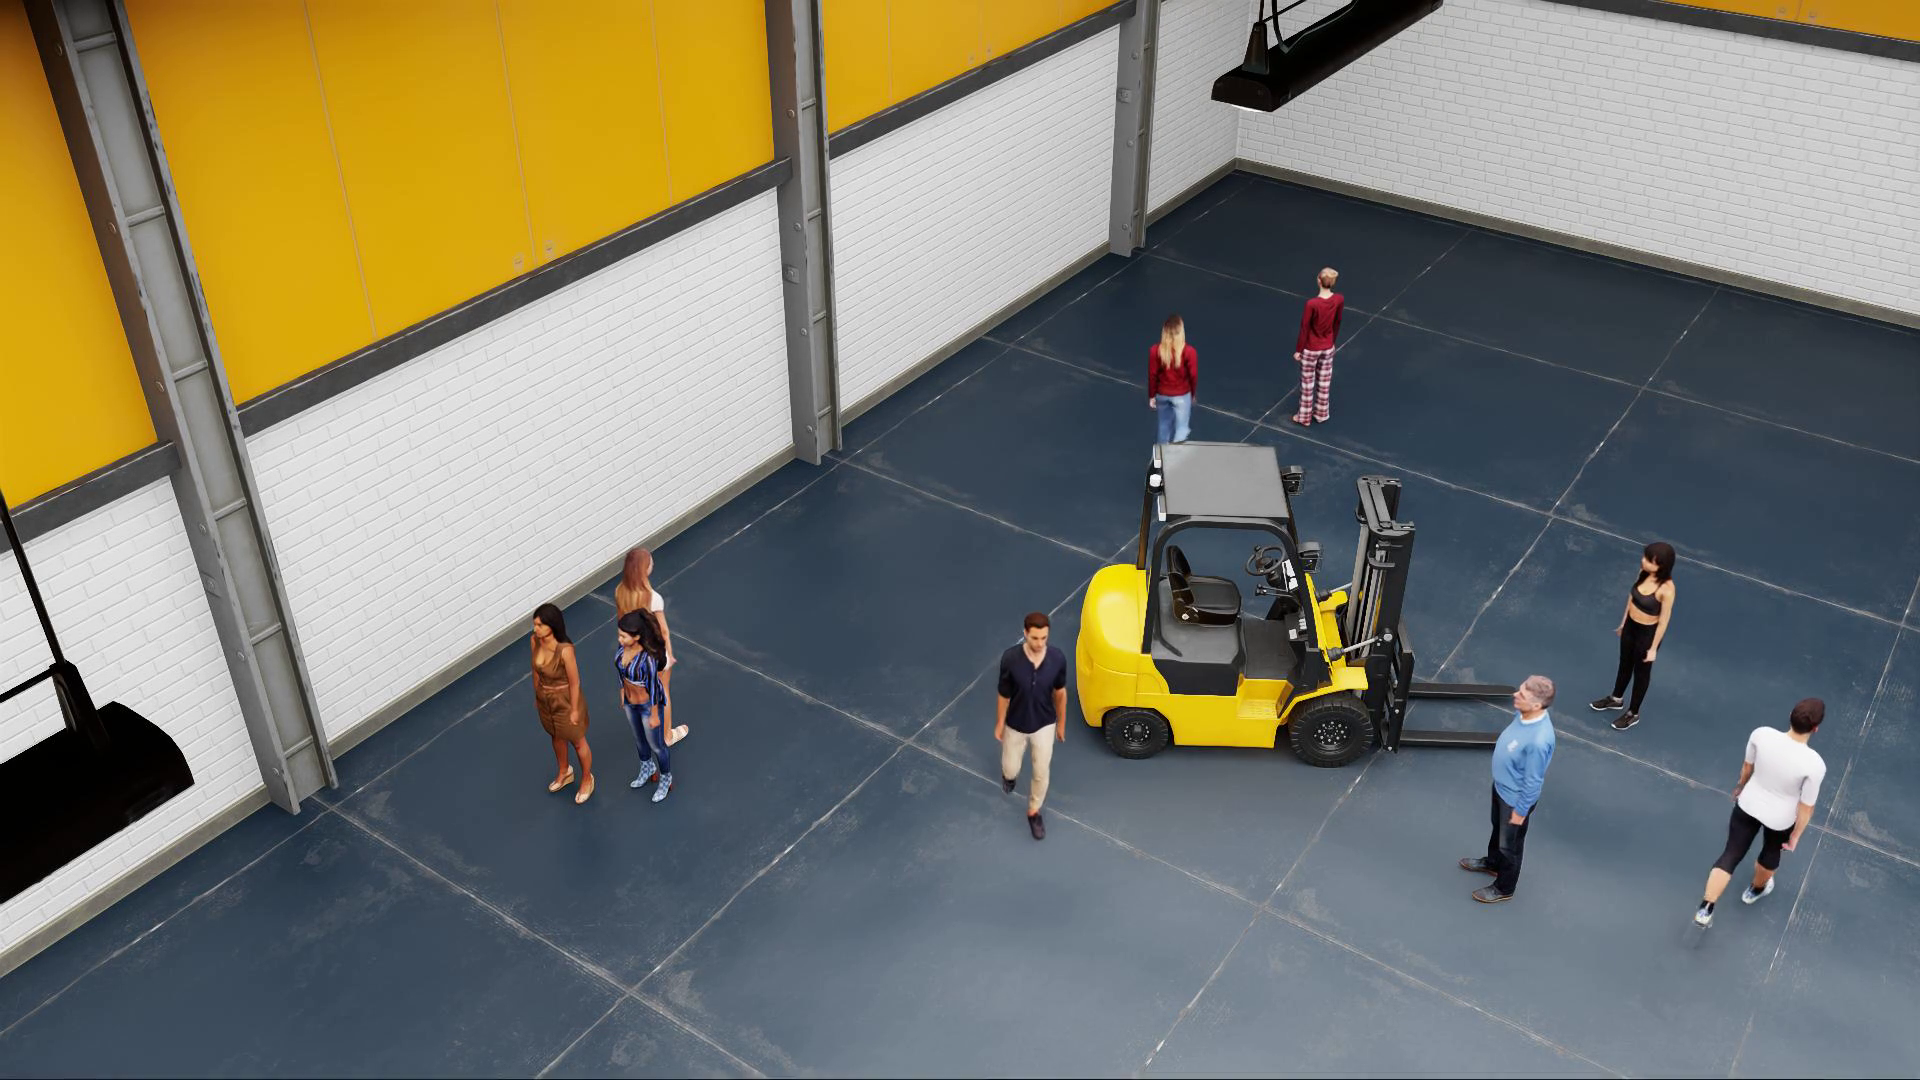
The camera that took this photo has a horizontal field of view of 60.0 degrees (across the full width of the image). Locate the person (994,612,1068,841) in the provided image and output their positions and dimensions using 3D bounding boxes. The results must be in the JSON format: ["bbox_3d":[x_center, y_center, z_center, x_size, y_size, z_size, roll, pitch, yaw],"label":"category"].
[{"bbox_3d":[0.472,1.220,11.555,0.917,1.844,0.998,-2,34,-3],"label":"person"}]

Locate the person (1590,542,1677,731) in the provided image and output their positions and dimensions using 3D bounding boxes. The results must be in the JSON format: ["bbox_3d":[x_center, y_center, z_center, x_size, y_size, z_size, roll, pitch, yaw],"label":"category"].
[{"bbox_3d":[5.151,0.695,12.527,0.675,1.641,0.634,-9,35,-14],"label":"person"}]

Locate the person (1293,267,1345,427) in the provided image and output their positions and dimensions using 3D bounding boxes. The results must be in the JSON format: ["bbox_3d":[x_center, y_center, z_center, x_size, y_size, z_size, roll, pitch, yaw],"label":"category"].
[{"bbox_3d":[3.533,-1.915,16.406,0.628,1.696,0.741,-12,35,-17],"label":"person"}]

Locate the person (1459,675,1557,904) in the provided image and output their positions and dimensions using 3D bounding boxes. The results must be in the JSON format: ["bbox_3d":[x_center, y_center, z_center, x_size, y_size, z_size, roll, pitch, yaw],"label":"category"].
[{"bbox_3d":[3.672,1.620,10.976,0.808,1.819,0.699,1,34,2],"label":"person"}]

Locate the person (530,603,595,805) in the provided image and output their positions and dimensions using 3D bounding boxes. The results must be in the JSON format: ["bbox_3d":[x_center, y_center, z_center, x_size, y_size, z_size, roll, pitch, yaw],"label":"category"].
[{"bbox_3d":[-2.834,1.146,11.805,0.566,1.690,0.515,19,38,26],"label":"person"}]

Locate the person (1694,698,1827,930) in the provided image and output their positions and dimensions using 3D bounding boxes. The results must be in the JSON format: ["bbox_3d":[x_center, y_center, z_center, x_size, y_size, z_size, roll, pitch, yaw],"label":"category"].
[{"bbox_3d":[5.151,1.783,10.724,1.200,1.826,0.814,-29,43,-36],"label":"person"}]

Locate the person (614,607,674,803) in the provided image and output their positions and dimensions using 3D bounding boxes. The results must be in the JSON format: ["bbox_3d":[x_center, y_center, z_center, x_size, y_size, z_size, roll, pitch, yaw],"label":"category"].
[{"bbox_3d":[-2.253,1.165,11.843,0.629,1.617,0.579,26,42,34],"label":"person"}]

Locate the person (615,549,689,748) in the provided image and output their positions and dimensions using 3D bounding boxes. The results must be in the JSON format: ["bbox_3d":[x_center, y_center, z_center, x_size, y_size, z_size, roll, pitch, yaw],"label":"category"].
[{"bbox_3d":[-2.327,0.806,12.313,0.592,1.695,0.593,16,37,22],"label":"person"}]

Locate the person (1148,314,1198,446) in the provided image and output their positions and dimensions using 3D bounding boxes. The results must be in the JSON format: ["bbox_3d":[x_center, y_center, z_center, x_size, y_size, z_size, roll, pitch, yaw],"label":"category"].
[{"bbox_3d":[1.984,-1.321,15.586,0.828,1.614,1.073,8,34,12],"label":"person"}]
